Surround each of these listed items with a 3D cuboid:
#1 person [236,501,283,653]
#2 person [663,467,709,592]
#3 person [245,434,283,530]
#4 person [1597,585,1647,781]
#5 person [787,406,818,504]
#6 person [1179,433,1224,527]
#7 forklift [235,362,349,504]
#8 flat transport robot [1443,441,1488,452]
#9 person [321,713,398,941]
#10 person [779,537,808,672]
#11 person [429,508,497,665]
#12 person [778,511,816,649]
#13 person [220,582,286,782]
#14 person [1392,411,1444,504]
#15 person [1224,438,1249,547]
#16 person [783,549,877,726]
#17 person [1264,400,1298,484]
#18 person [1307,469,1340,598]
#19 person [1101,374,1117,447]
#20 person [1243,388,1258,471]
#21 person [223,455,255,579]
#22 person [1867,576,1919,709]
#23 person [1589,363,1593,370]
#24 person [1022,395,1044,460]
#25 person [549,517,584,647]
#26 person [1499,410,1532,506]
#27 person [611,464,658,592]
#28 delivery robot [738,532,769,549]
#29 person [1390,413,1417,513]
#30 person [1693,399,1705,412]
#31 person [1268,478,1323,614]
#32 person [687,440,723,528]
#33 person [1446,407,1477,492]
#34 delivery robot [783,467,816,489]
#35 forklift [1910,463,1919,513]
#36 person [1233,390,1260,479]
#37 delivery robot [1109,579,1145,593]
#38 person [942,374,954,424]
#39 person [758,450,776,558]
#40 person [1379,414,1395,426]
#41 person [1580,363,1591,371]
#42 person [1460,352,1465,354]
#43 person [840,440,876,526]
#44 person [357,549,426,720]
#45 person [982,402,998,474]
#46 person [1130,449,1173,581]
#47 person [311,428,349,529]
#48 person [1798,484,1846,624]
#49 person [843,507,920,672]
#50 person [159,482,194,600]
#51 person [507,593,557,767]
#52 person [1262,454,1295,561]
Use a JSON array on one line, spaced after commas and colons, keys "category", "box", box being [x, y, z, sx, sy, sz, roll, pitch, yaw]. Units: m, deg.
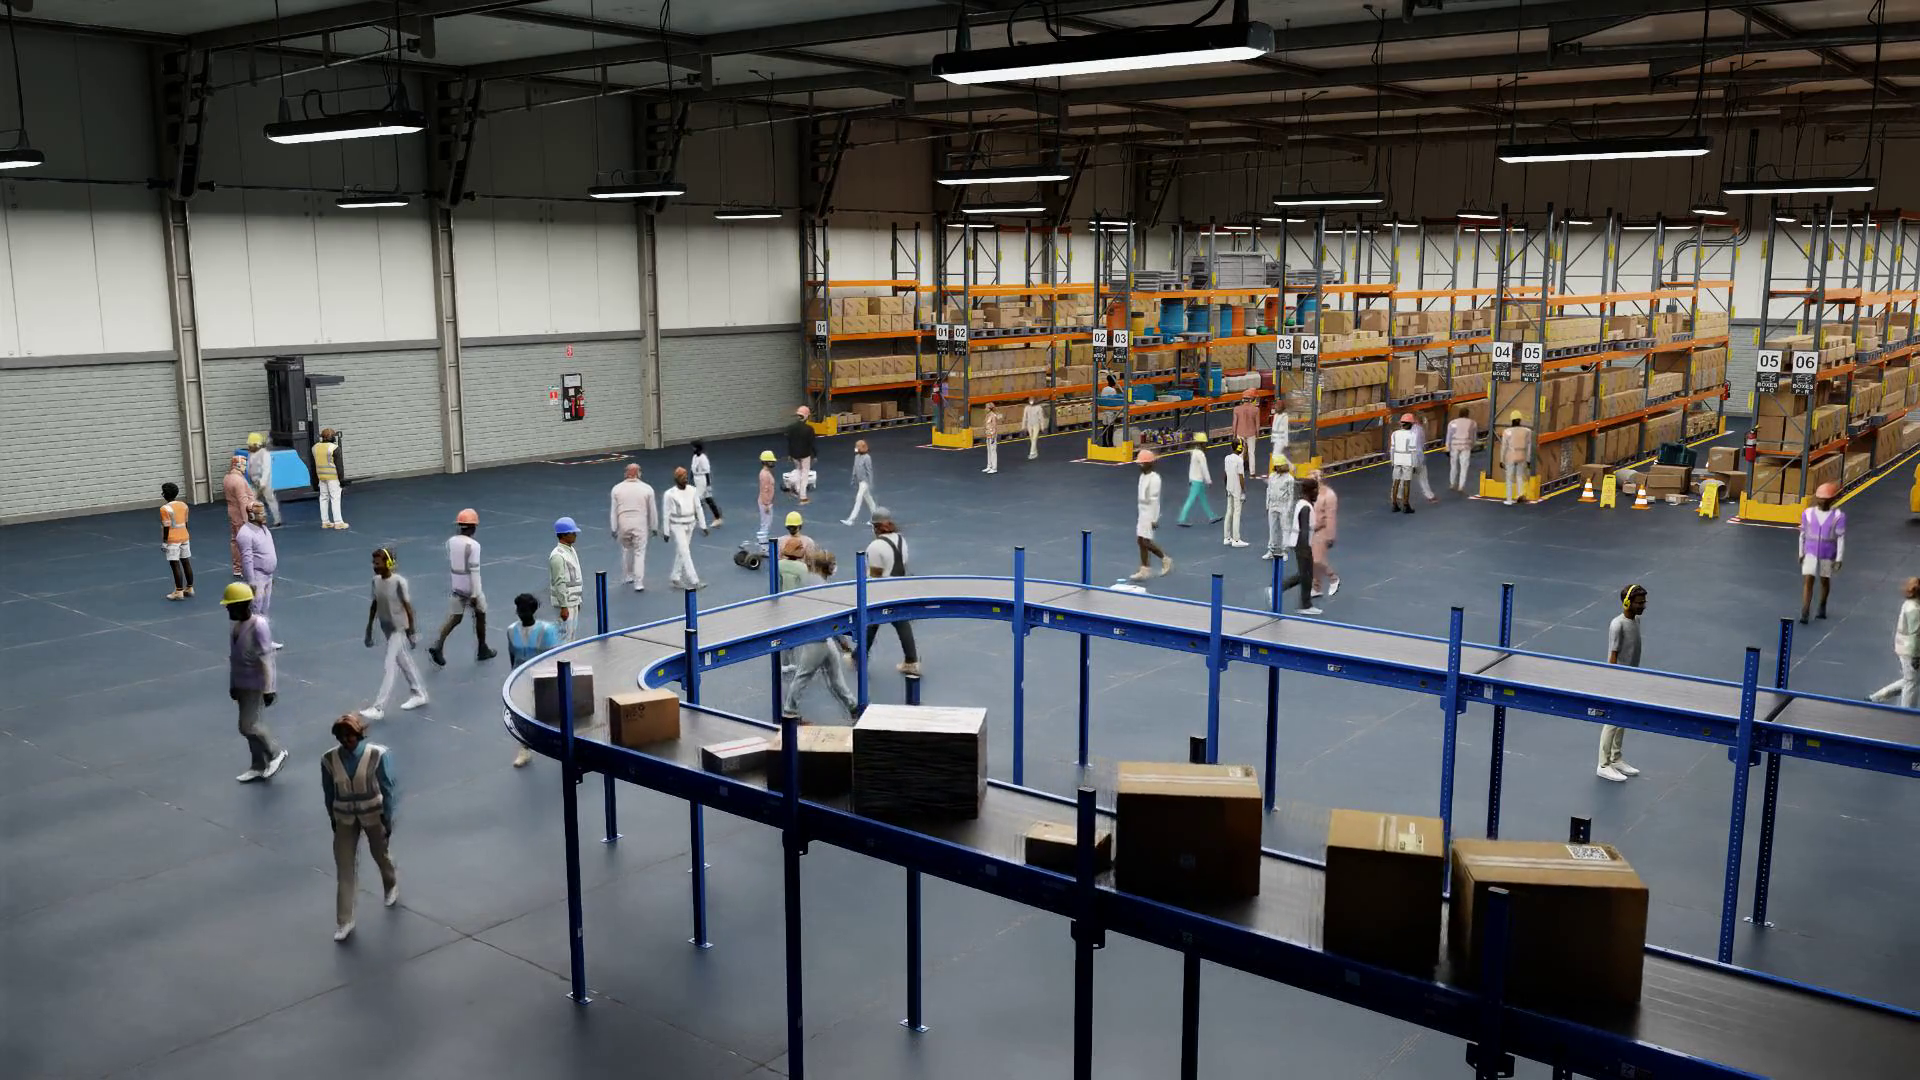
[{"category": "person", "box": [-8.708, 0.465, 19.481, 0.400, 1.910, 0.643, 0, 10, -2]}, {"category": "person", "box": [-4.038, -0.154, 23.144, 0.960, 1.835, 0.583, 8, 13, 39]}, {"category": "person", "box": [-12.694, -1.030, 28.257, 0.592, 1.780, 0.941, 6, 11, 29]}, {"category": "person", "box": [6.264, 1.330, 14.753, 0.312, 1.865, 0.514, 9, 14, 43]}, {"category": "person", "box": [-3.142, -1.725, 31.607, 0.646, 1.971, 0.527, 6, 12, 29]}, {"category": "person", "box": [4.458, -1.101, 28.827, 0.911, 1.722, 0.531, -1, 10, -5]}, {"category": "forklift", "box": [-13.803, -2.244, 32.110, 1.129, 2.768, 1.873, 8, 13, 37]}, {"category": "flat transport robot", "box": [13.080, -2.421, 40.450, 0.652, 0.197, 1.431, 8, 13, 38]}, {"category": "person", "box": [-4.404, 2.031, 11.532, 0.521, 1.599, 0.853, -1, 10, -6]}, {"category": "person", "box": [-1.954, 0.774, 18.507, 0.507, 1.633, 0.277, 7, 13, 36]}, {"category": "person", "box": [-6.033, 0.572, 18.928, 0.551, 1.904, 0.891, 5, 11, 27]}, {"category": "person", "box": [-2.093, 0.511, 19.634, 0.546, 1.763, 0.384, 3, 11, 19]}, {"category": "person", "box": [-6.646, 1.330, 14.605, 0.607, 1.908, 0.419, 8, 13, 40]}, {"category": "person", "box": [9.207, -1.647, 31.411, 1.023, 1.887, 0.632, 4, 11, 24]}, {"category": "person", "box": [4.743, -0.827, 26.878, 0.329, 1.864, 0.508, -5, 11, -27]}, {"category": "person", "box": [-1.406, 1.030, 16.386, 1.050, 1.871, 0.625, -2, 10, -10]}, {"category": "person", "box": [7.106, -2.171, 34.454, 0.750, 1.859, 0.576, -2, 10, -10]}, {"category": "person", "box": [5.186, -0.084, 22.664, 0.463, 1.884, 0.655, -5, 11, -25]}, {"category": "person", "box": [3.889, -3.328, 40.661, 0.374, 1.966, 0.608, -5, 11, -26]}, {"category": "person", "box": [6.804, -2.613, 36.747, 0.374, 1.927, 0.542, 3, 10, 14]}, {"category": "person", "box": [-11.082, -0.361, 24.146, 0.409, 1.903, 0.639, -9, 14, -42]}, {"category": "person", "box": [9.857, 1.170, 16.306, 0.480, 1.627, 0.518, 5, 11, 28]}, {"category": "person", "box": [19.310, -4.633, 48.122, 0.545, 1.929, 0.389, -3, 10, -16]}, {"category": "person", "box": [1.799, -2.783, 38.668, 0.523, 1.584, 0.875, 5, 11, 28]}, {"category": "person", "box": [-4.528, 0.700, 18.035, 0.380, 1.950, 0.605, 0, 10, -2]}, {"category": "person", "box": [11.102, -1.640, 31.313, 0.621, 1.912, 0.417, 0, 10, -1]}, {"category": "person", "box": [-4.852, -0.210, 23.403, 0.686, 1.863, 0.945, 0, 10, -2]}, {"category": "delivery robot", "box": [-3.202, -0.007, 25.067, 0.698, 0.223, 0.335, -6, 12, -31]}, {"category": "person", "box": [8.655, -1.502, 30.480, 0.379, 1.931, 0.548, -9, 13, -40]}, {"category": "person", "box": [21.373, -4.054, 45.223, 0.465, 1.804, 0.602, 6, 12, 29]}, {"category": "person", "box": [4.689, 0.083, 21.663, 0.673, 1.893, 0.629, 2, 10, 14]}, {"category": "person", "box": [-4.741, -1.014, 28.526, 0.914, 1.636, 0.525, -5, 11, -24]}, {"category": "person", "box": [10.692, -1.935, 33.392, 0.620, 1.786, 1.032, 3, 10, 15]}, {"category": "delivery robot", "box": [-3.409, -1.338, 33.290, 0.707, 0.478, 0.477, -9, 13, -40]}, {"category": "forklift", "box": [19.034, -1.348, 28.998, 2.313, 2.155, 1.214, 8, 13, 37]}, {"category": "person", "box": [6.447, -2.379, 35.234, 0.610, 1.996, 0.384, 2, 10, 13]}, {"category": "delivery robot", "box": [2.197, 0.780, 21.370, 0.707, 0.478, 0.477, -8, 13, -37]}, {"category": "person", "box": [-0.387, -3.699, 43.211, 0.580, 1.807, 0.945, 7, 12, 34]}, {"category": "person", "box": [-3.184, -0.605, 25.902, 0.316, 1.767, 0.526, 0, 10, 0]}, {"category": "person", "box": [11.695, -3.691, 42.792, 0.377, 1.936, 0.627, -10, 14, -43]}, {"category": "person", "box": [18.030, -4.181, 45.255, 0.609, 2.040, 0.395, 6, 12, 31]}, {"category": "person", "box": [16.104, -5.027, 50.179, 0.617, 1.987, 0.406, 1, 10, 4]}, {"category": "person", "box": [-1.856, -1.047, 28.875, 0.857, 1.581, 0.520, -6, 11, -29]}, {"category": "person", "box": [-6.152, 0.993, 16.789, 0.539, 1.804, 0.977, 7, 12, 33]}, {"category": "person", "box": [0.715, -2.364, 36.163, 0.309, 1.638, 0.513, -3, 11, -17]}, {"category": "person", "box": [2.910, -0.377, 23.881, 0.563, 2.029, 0.642, -3, 10, -16]}, {"category": "person", "box": [-11.511, -1.121, 28.605, 0.633, 1.837, 0.429, 4, 11, 20]}, {"category": "person", "box": [11.655, 0.175, 21.175, 0.556, 1.894, 1.002, 7, 12, 35]}, {"category": "person", "box": [-0.900, 0.574, 18.612, 1.038, 2.000, 0.699, 7, 12, 35]}, {"category": "person", "box": [-11.357, 0.009, 22.636, 0.317, 1.695, 0.540, 2, 10, 9]}, {"category": "person", "box": [-4.155, 1.317, 15.355, 0.536, 1.675, 0.740, 2, 10, 10]}, {"category": "person", "box": [5.213, -0.534, 25.566, 0.486, 1.744, 0.298, 9, 13, 41]}]
